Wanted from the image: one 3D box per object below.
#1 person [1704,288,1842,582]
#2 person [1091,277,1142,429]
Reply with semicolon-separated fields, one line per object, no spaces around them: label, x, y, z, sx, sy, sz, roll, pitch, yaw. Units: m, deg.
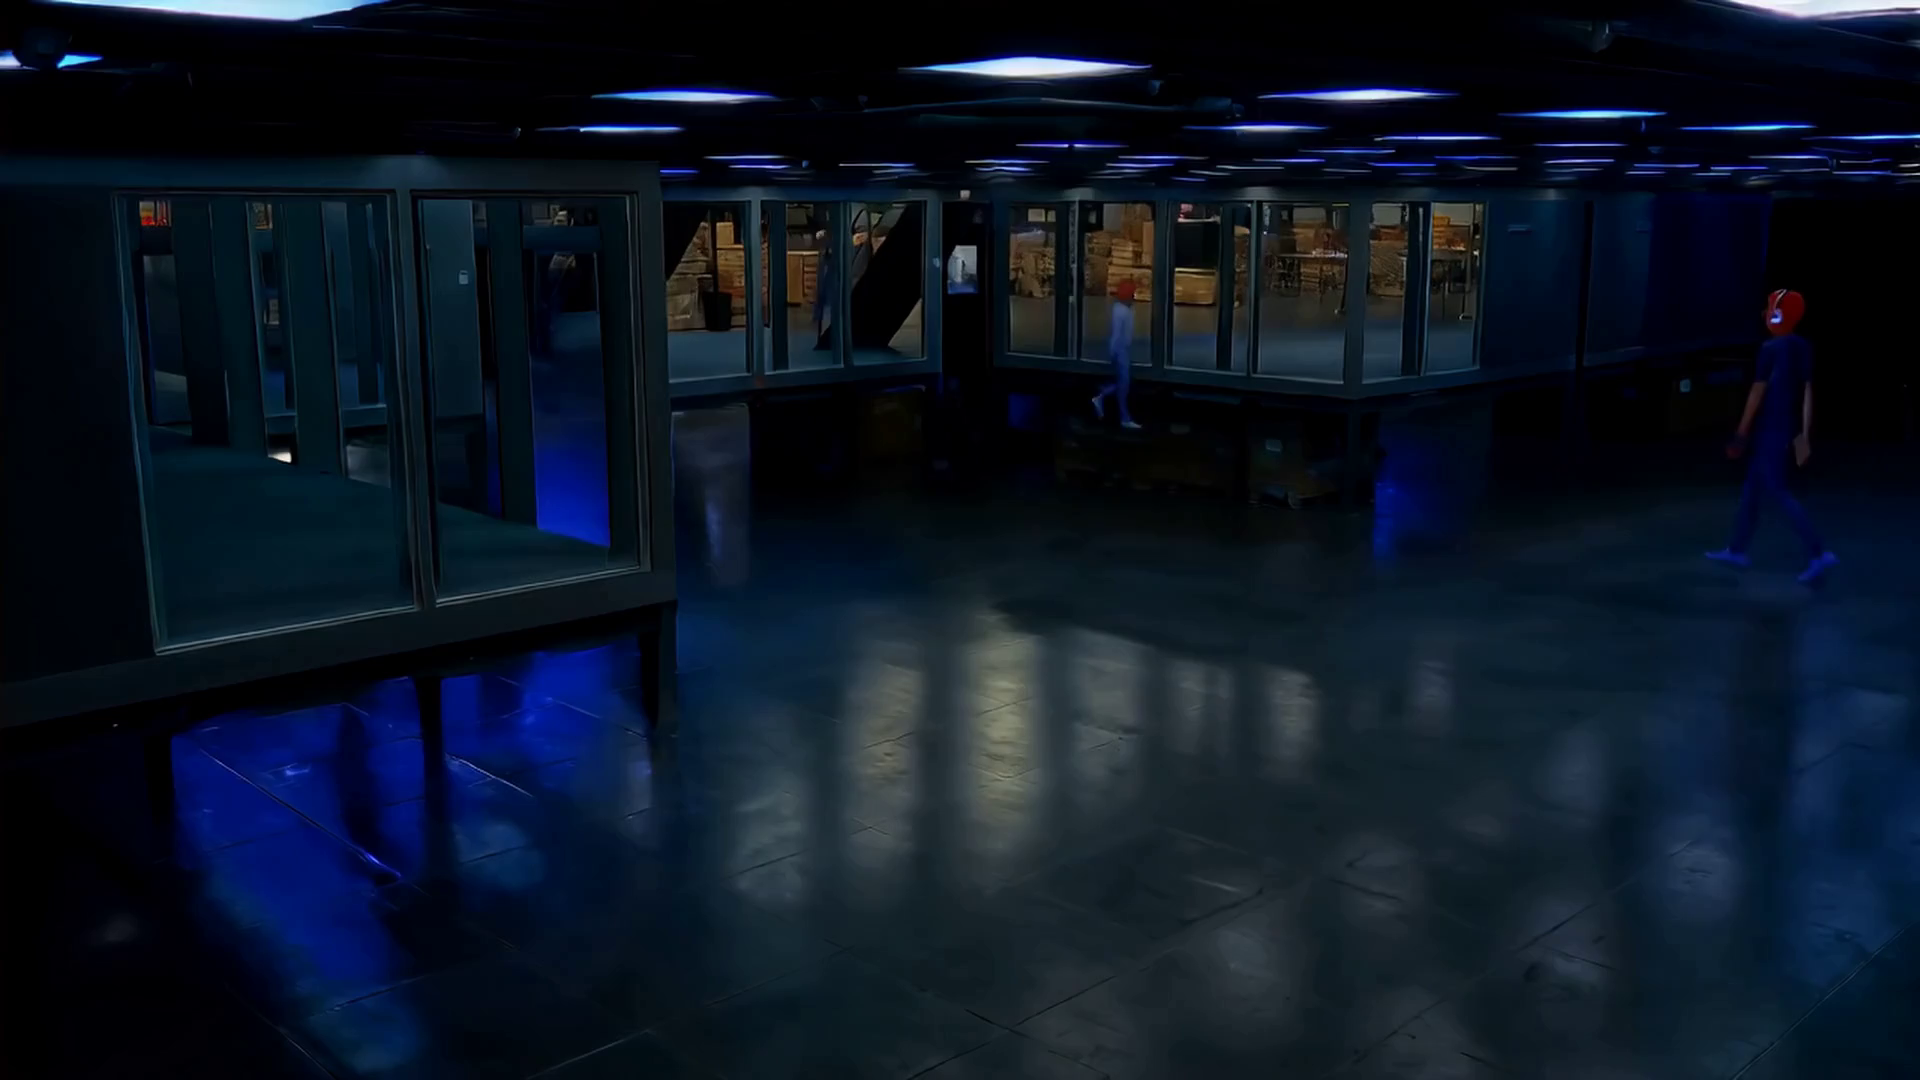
person;5.220;-0.670;10.535;0.529;1.835;0.926;-8;14;-35
person;1.677;-1.994;17.696;0.558;1.613;0.498;6;13;26
